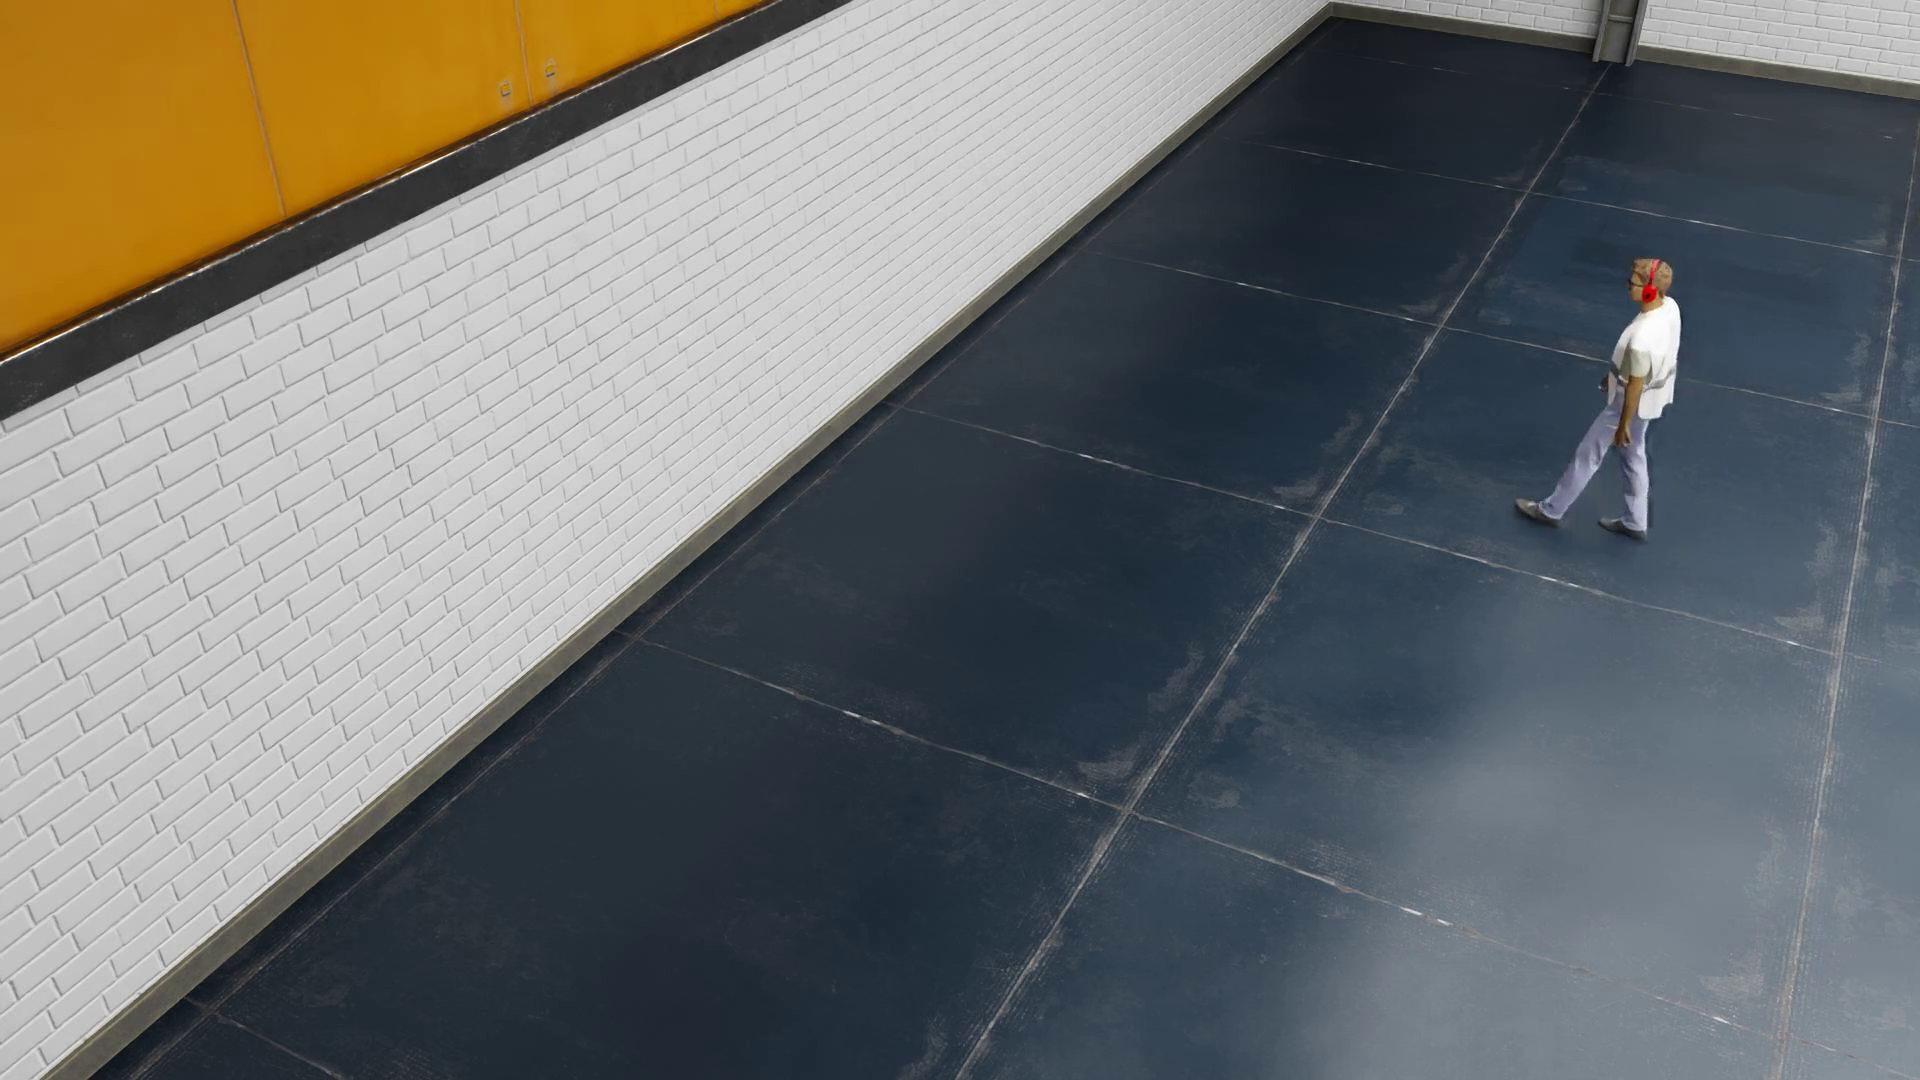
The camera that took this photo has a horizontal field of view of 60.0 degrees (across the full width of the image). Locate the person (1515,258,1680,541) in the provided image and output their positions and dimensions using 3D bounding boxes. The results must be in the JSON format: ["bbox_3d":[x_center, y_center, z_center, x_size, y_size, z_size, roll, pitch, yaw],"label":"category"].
[{"bbox_3d":[3.881,-0.836,9.840,0.767,1.808,0.581,24,41,31],"label":"person"}]
